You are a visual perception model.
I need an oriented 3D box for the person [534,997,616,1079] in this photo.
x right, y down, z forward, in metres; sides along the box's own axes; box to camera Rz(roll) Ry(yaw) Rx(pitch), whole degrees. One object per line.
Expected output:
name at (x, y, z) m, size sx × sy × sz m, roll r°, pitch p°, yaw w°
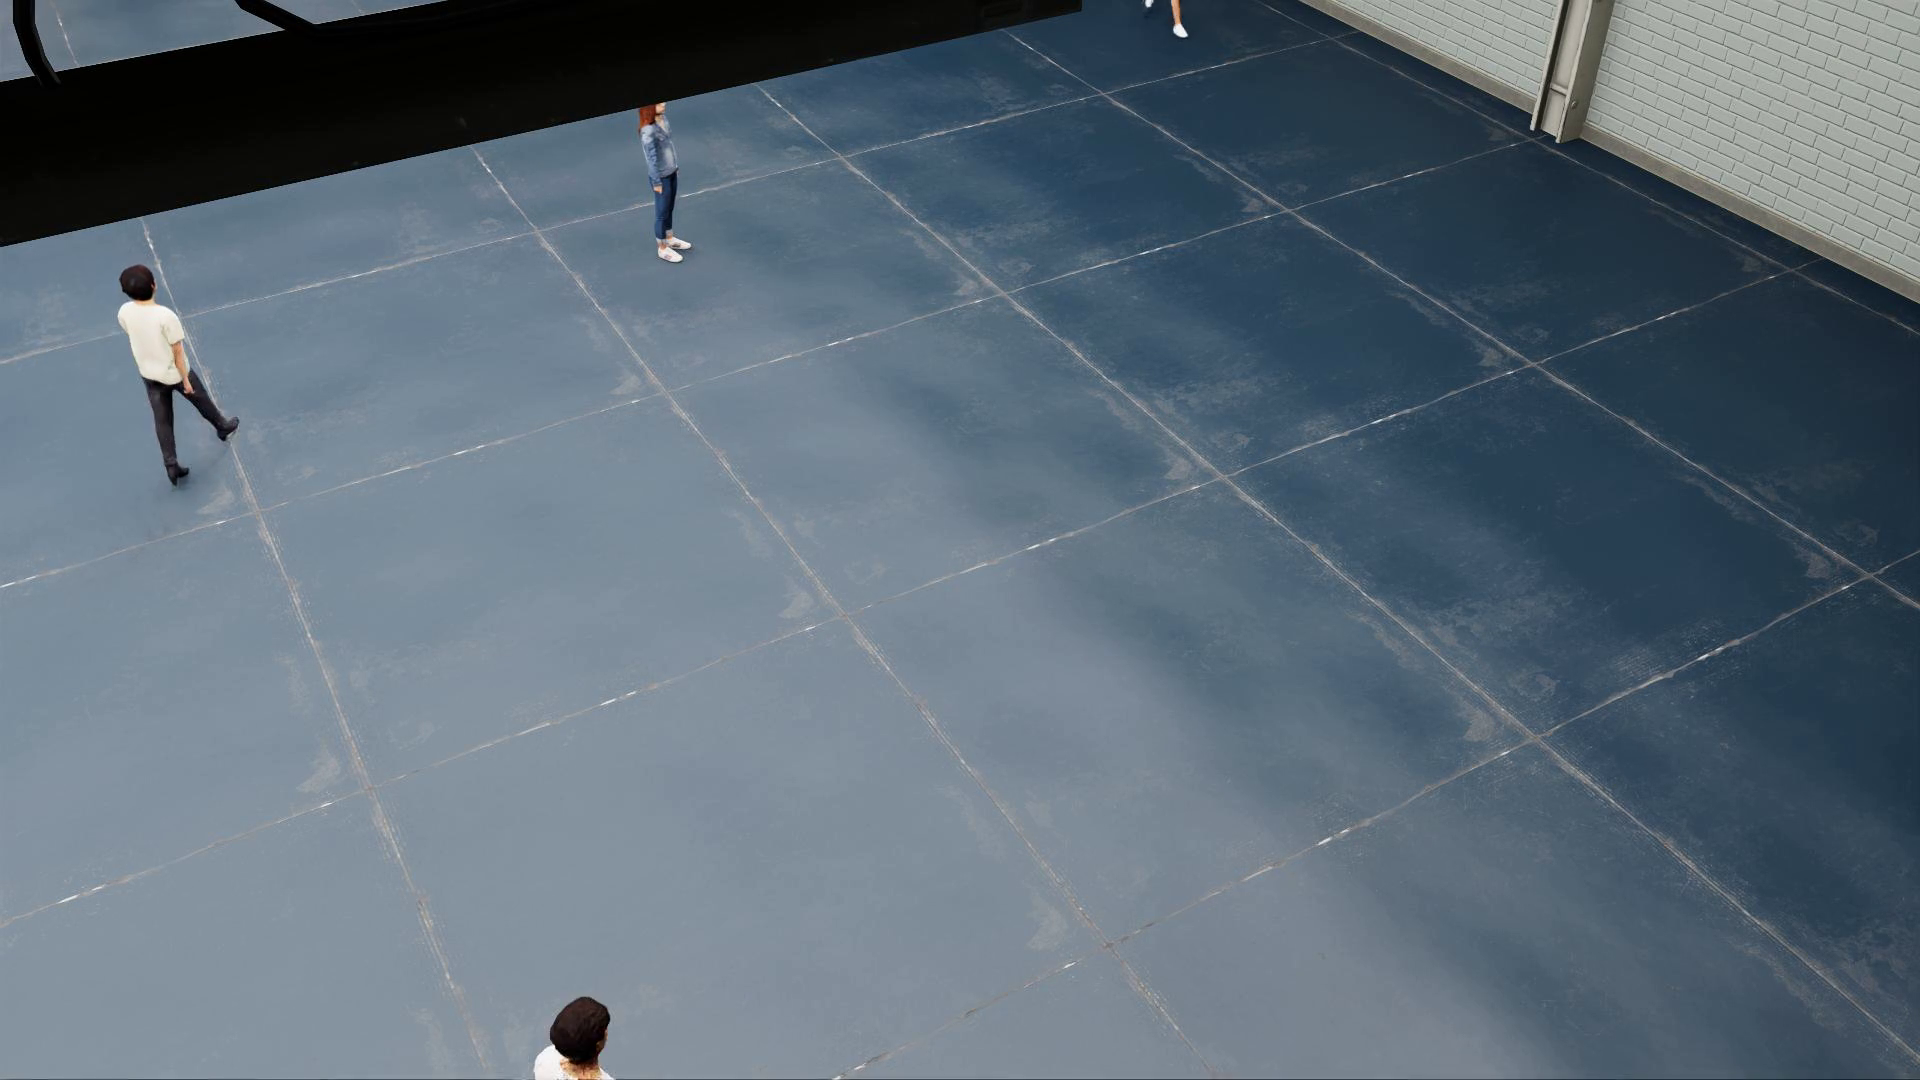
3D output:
person at (-1.504, 2.519, 6.600) m, size 1.096 × 1.680 × 1.029 m, roll 20°, pitch 42°, yaw 24°

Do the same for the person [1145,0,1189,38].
person at (2.276, -6.332, 17.910) m, size 0.675 × 1.685 × 1.142 m, roll -14°, pitch 40°, yaw -17°

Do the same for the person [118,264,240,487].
person at (-5.427, -1.078, 11.305) m, size 0.959 × 1.548 × 1.074 m, roll 5°, pitch 38°, yaw 7°

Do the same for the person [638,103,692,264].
person at (-2.493, -3.063, 13.900) m, size 0.703 × 1.477 × 0.628 m, roll 7°, pitch 39°, yaw 9°
